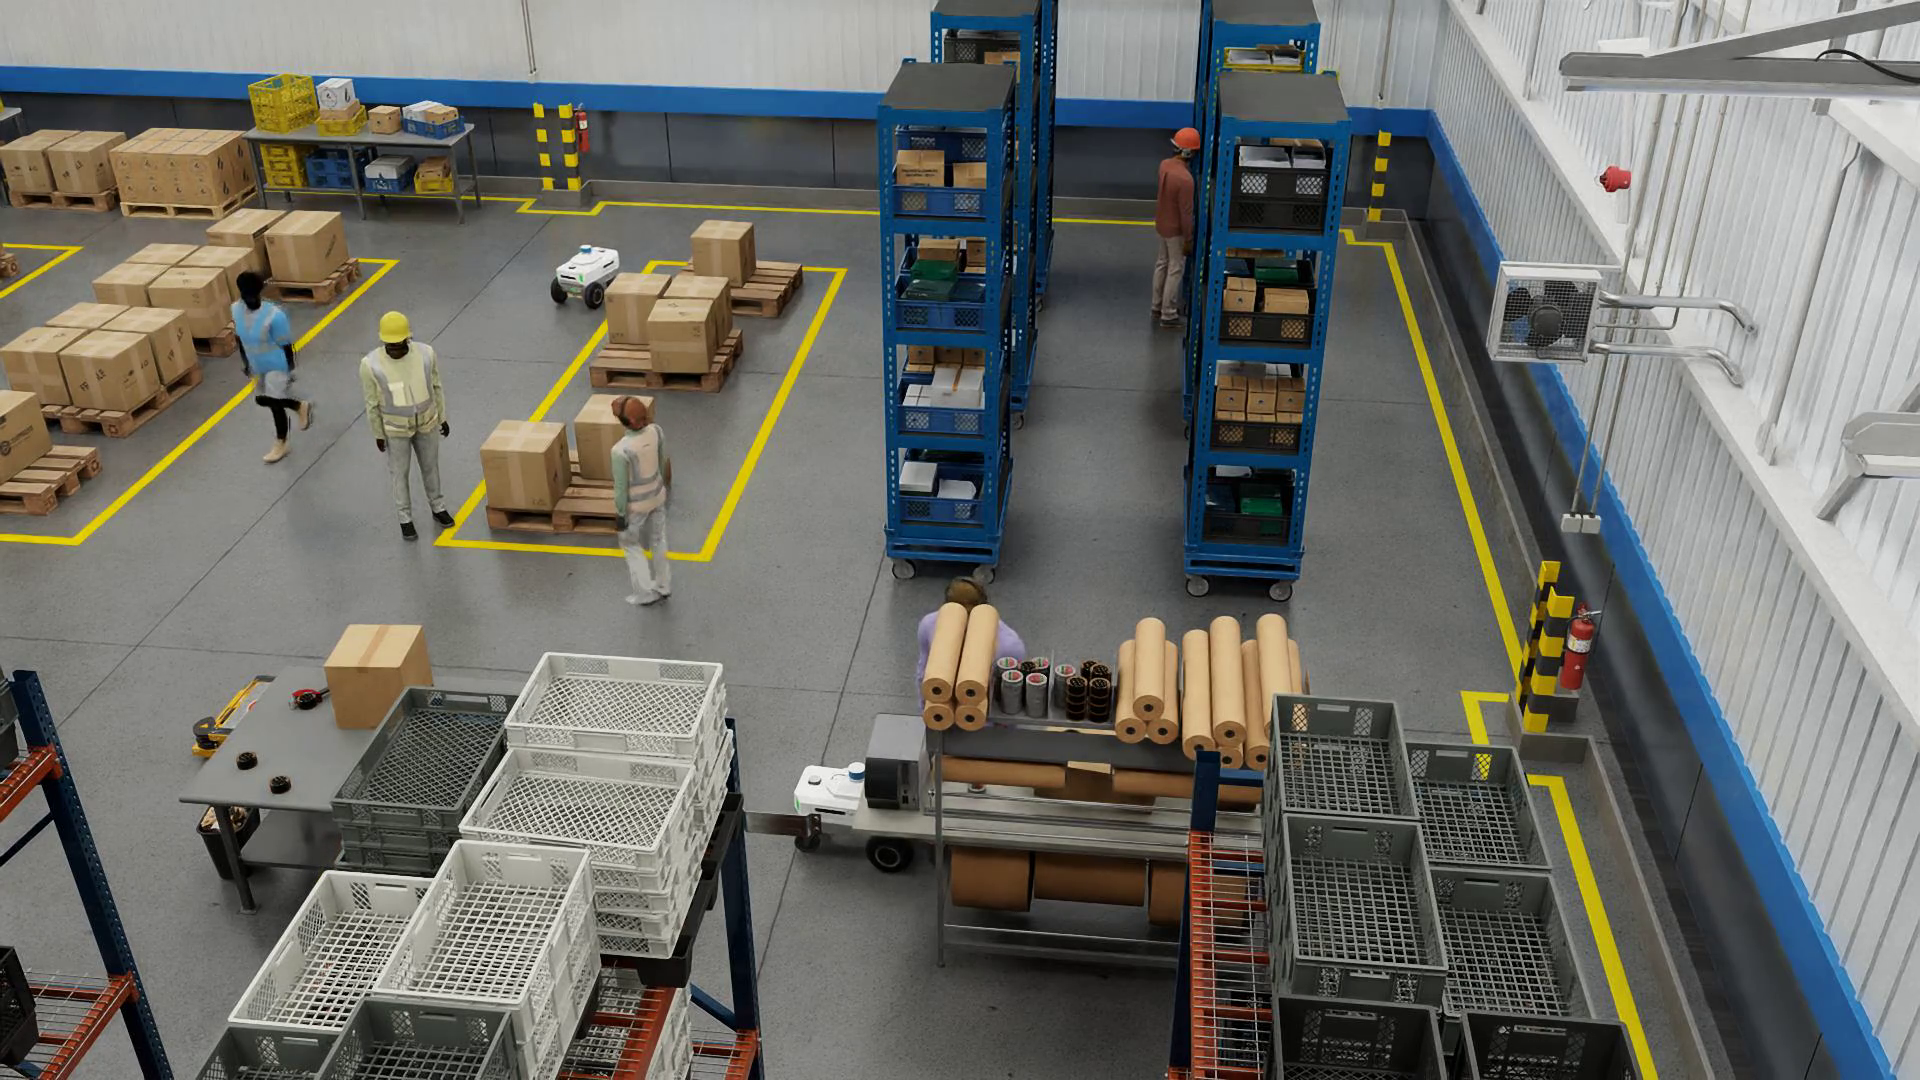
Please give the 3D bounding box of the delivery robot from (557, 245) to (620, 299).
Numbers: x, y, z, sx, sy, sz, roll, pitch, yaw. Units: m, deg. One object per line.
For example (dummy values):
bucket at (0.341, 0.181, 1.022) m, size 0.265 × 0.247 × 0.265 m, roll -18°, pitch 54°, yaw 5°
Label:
delivery robot at (-3.807, -2.783, 17.056) m, size 0.477 × 0.478 × 0.707 m, roll 13°, pitch 33°, yaw 21°

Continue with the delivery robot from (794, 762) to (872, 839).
delivery robot at (-0.594, 1.514, 9.676) m, size 0.707 × 0.478 × 0.477 m, roll 6°, pitch 31°, yaw 10°

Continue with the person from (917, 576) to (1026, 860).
person at (0.055, 1.013, 9.274) m, size 0.628 × 1.930 × 0.370 m, roll 13°, pitch 33°, yaw 21°

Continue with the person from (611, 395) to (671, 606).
person at (-2.261, -0.271, 11.770) m, size 0.342 × 1.641 × 0.529 m, roll 15°, pitch 34°, yaw 25°

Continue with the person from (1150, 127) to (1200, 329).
person at (2.109, -3.028, 16.165) m, size 0.410 × 1.980 × 0.625 m, roll -10°, pitch 32°, yaw -16°

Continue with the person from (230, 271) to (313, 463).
person at (-5.700, -1.493, 13.822) m, size 0.541 × 1.664 × 0.583 m, roll 13°, pitch 33°, yaw 21°

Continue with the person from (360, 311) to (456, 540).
person at (-4.173, -0.889, 12.635) m, size 0.591 × 1.829 × 0.404 m, roll -20°, pitch 36°, yaw -30°
